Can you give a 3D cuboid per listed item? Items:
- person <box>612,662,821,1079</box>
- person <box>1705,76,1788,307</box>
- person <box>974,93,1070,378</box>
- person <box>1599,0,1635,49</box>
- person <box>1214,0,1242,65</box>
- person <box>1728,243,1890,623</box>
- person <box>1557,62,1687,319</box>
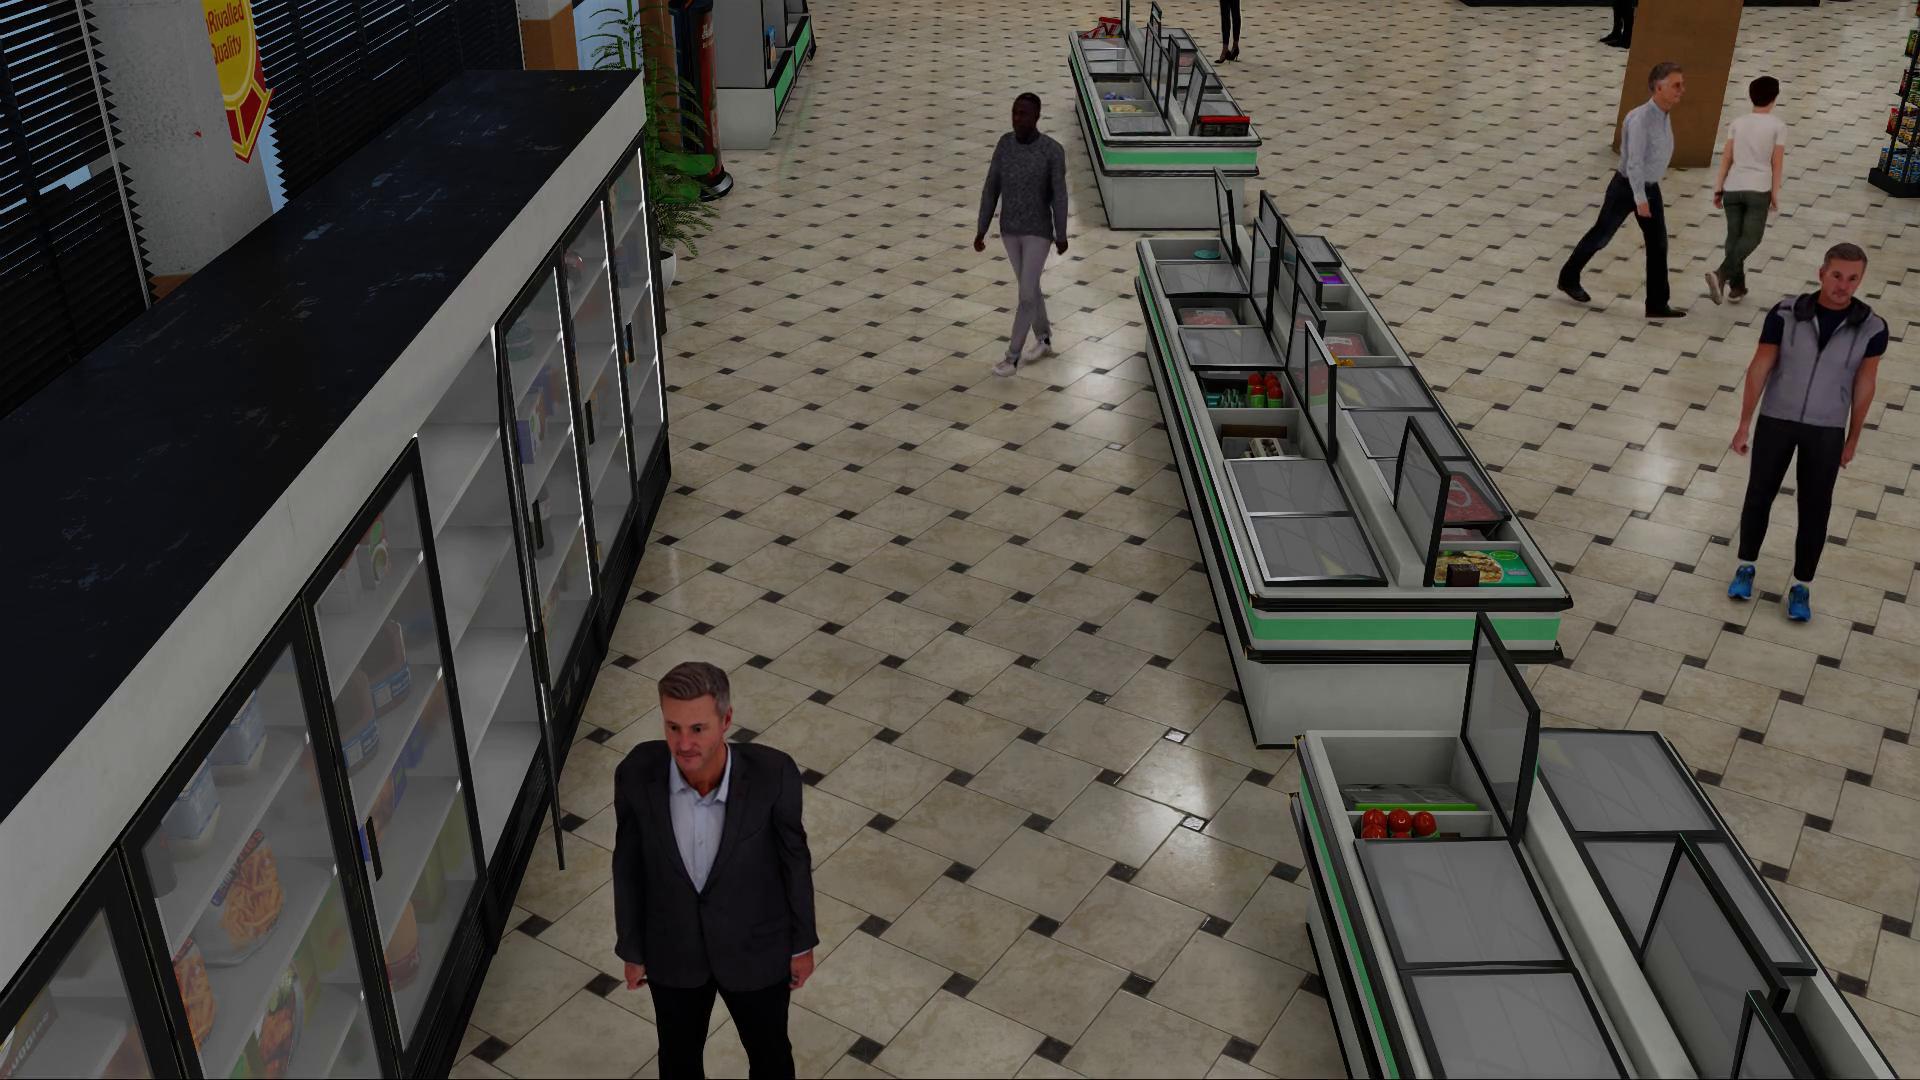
[{"bbox_3d":[-0.677,1.126,4.643,0.714,1.839,0.554,0,27,-1],"label":"person"},{"bbox_3d":[5.621,-2.462,11.949,0.945,1.631,1.035,23,35,38],"label":"person"},{"bbox_3d":[0.504,-2.009,10.863,1.071,1.803,1.174,20,33,34],"label":"person"},{"bbox_3d":[8.520,-7.150,20.928,0.889,1.869,0.803,16,31,29],"label":"person"},{"bbox_3d":[3.279,-6.727,20.133,0.677,1.835,0.737,-24,36,-39],"label":"person"},{"bbox_3d":[4.018,-0.559,7.989,0.829,1.817,0.843,13,30,24],"label":"person"},{"bbox_3d":[4.700,-2.466,11.801,1.122,1.772,1.289,-19,33,-33],"label":"person"}]
